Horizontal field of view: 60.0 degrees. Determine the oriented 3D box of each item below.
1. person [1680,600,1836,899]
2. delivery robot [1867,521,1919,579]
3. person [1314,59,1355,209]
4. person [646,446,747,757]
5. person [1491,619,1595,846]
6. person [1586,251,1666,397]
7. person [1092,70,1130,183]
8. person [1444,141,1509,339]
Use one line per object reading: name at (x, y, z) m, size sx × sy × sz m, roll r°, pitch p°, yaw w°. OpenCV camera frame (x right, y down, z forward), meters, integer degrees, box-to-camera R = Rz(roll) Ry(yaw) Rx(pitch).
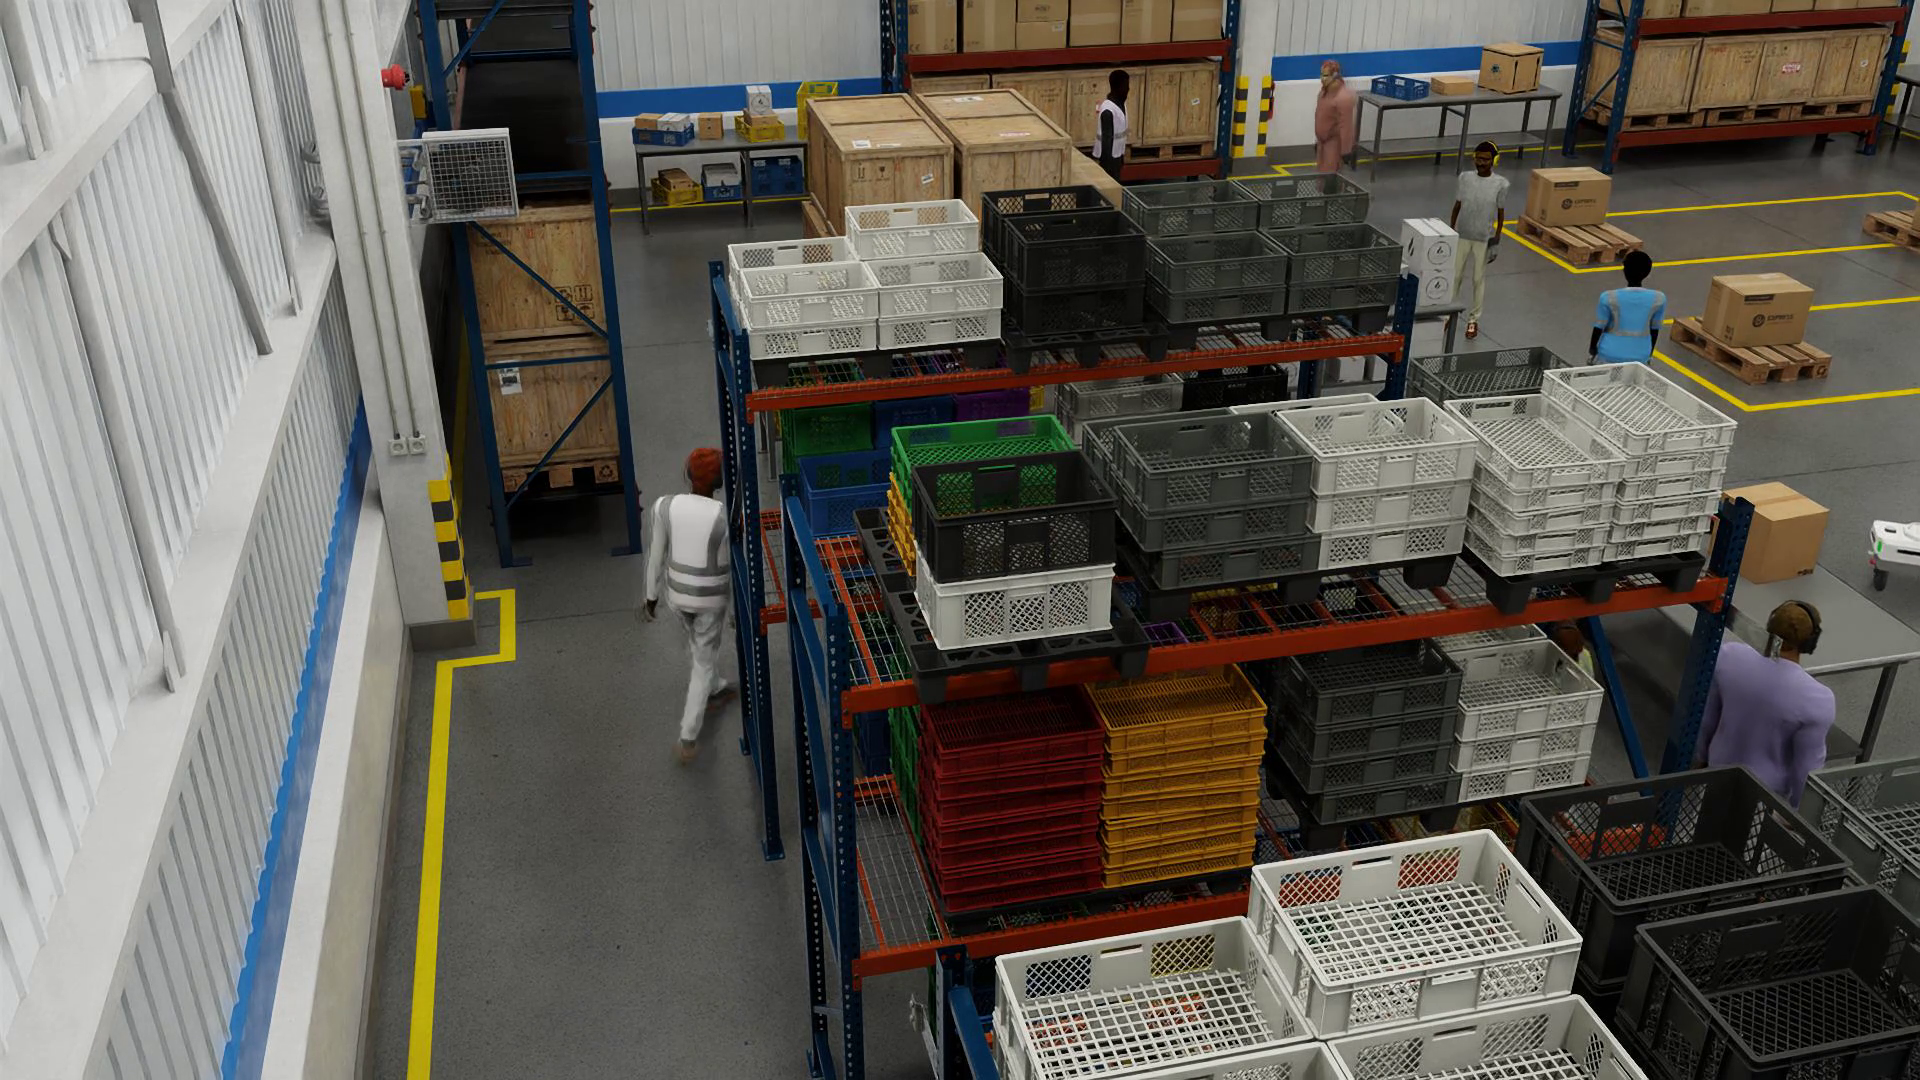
person at (3.833, 1.150, 8.069) m, size 0.358 × 1.931 × 0.628 m, roll -16°, pitch 32°, yaw -27°
delivery robot at (6.690, 0.063, 11.499) m, size 0.707 × 0.478 × 0.477 m, roll 10°, pitch 29°, yaw 18°
person at (4.256, -4.507, 18.868) m, size 0.536 × 1.879 × 0.652 m, roll -5°, pitch 28°, yaw -10°
person at (-1.539, 0.342, 9.709) m, size 0.619 × 1.840 × 0.875 m, roll 10°, pitch 29°, yaw 19°
person at (2.853, 1.155, 8.198) m, size 0.654 × 1.808 × 0.489 m, roll -15°, pitch 31°, yaw -26°
person at (5.300, -1.479, 13.321) m, size 0.546 × 1.690 × 0.324 m, roll 3°, pitch 28°, yaw 6°
person at (1.659, -4.191, 18.231) m, size 0.394 × 1.910 × 0.583 m, roll 8°, pitch 29°, yaw 15°
person at (4.843, -2.835, 15.693) m, size 0.514 × 1.872 × 0.328 m, roll 16°, pitch 32°, yaw 27°
